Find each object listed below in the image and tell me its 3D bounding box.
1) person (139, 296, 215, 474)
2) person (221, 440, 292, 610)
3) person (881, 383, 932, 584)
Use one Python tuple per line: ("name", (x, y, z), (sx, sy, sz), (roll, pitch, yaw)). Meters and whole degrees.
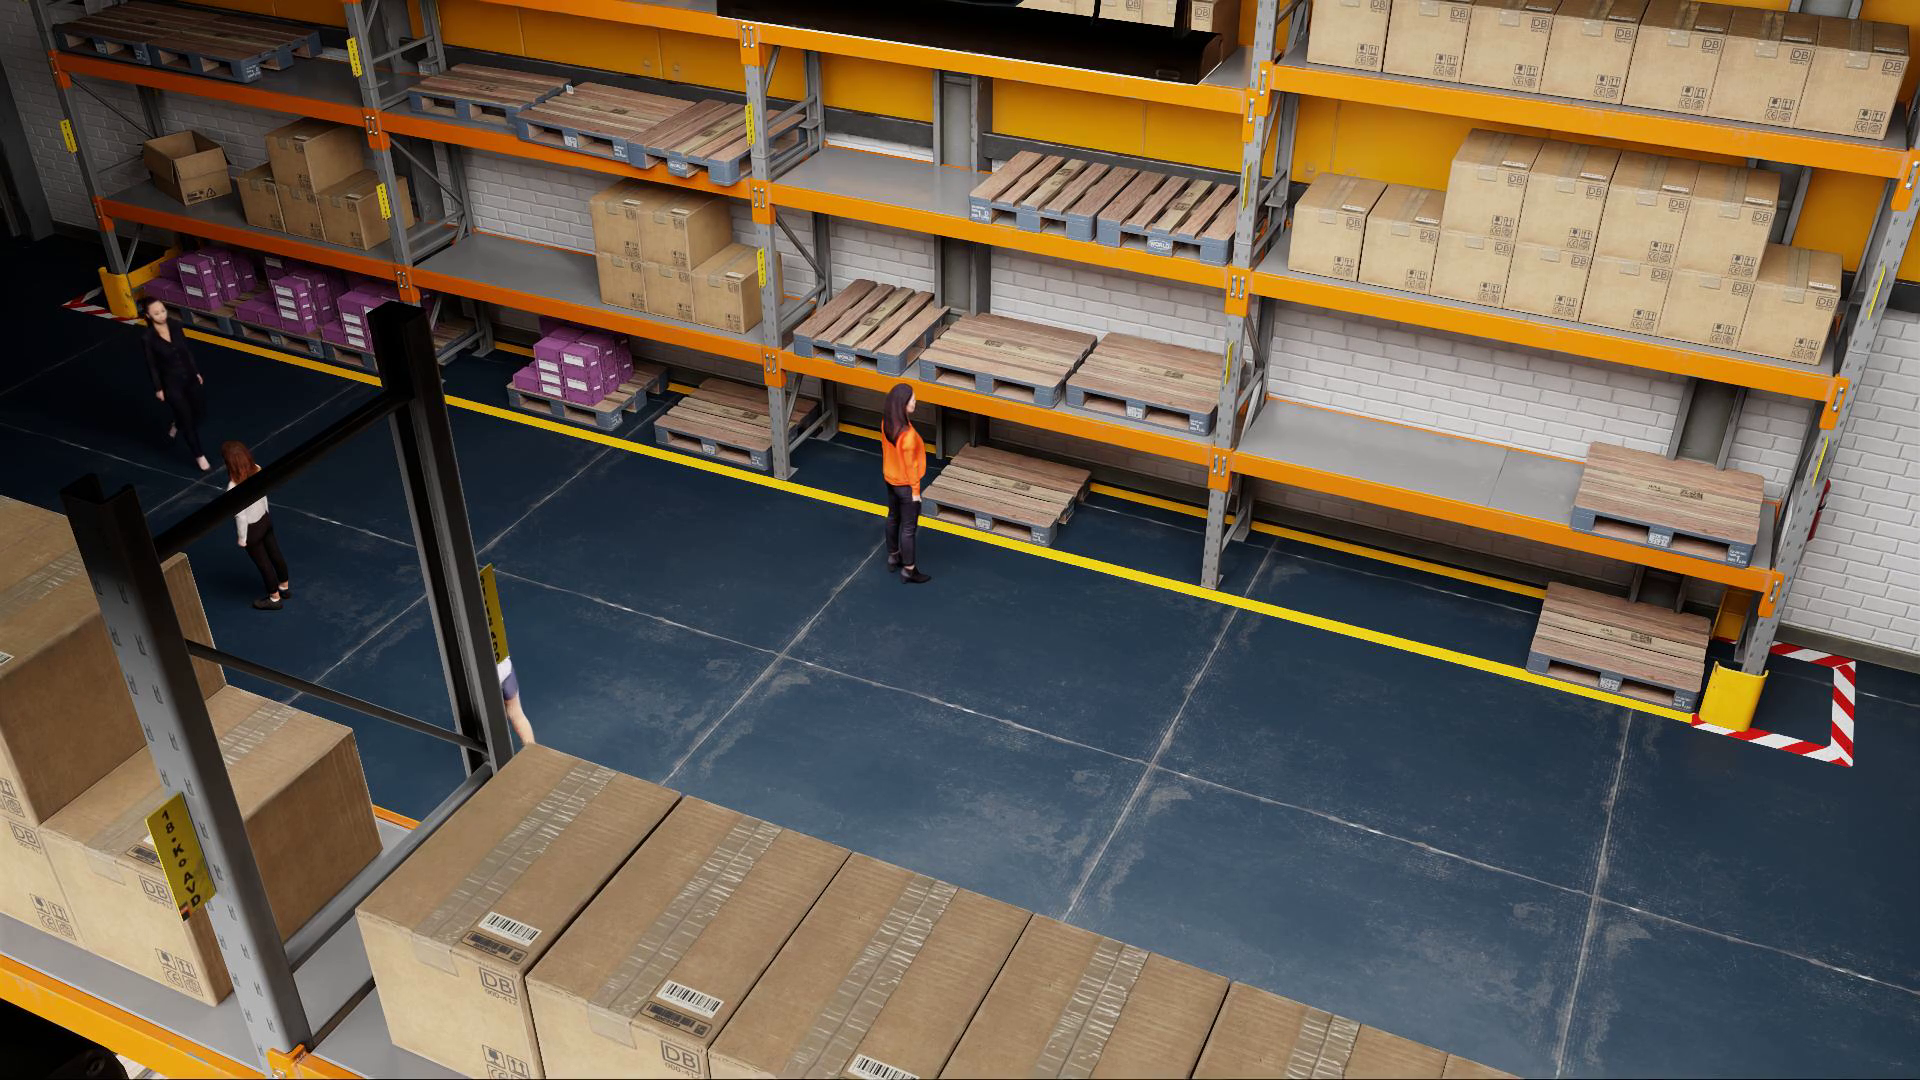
("person", (-6.907, -1.370, 14.611), (0.834, 1.698, 0.607), (18, 37, 24))
("person", (-5.472, -0.125, 12.930), (0.559, 1.485, 0.579), (7, 34, 10))
("person", (-0.457, -0.452, 13.183), (0.769, 1.749, 0.680), (-17, 37, -24))
